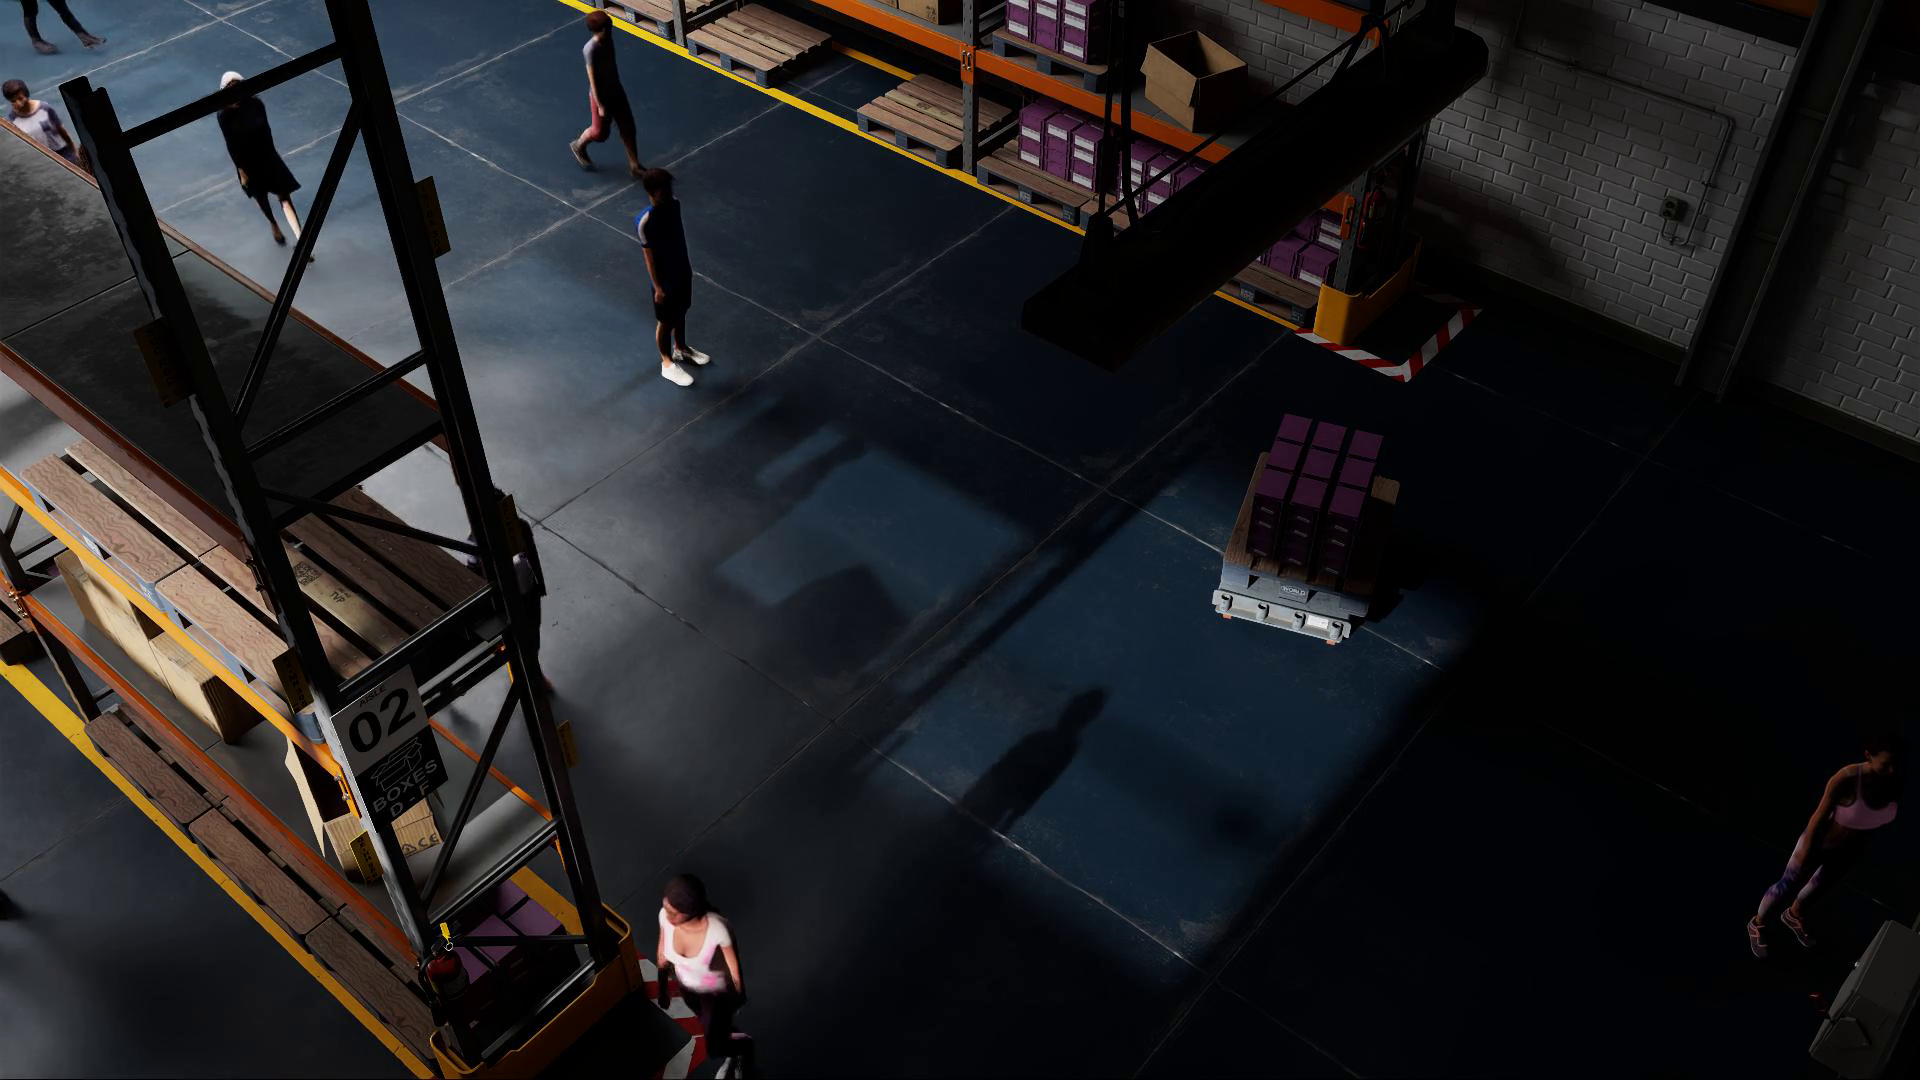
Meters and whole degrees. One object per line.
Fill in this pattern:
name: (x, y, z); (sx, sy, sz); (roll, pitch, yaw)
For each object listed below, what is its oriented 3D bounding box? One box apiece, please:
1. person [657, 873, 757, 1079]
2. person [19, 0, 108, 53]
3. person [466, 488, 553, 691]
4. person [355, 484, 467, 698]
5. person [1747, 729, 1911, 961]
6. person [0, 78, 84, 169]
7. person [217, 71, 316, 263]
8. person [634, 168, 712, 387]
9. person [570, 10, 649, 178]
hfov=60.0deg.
person: (-1.272, 2.236, 8.638); (0.603, 1.723, 0.704); (17, 46, 17)
person: (-9.631, -5.756, 17.079); (1.127, 1.650, 0.953); (5, 44, 5)
person: (-2.923, 0.292, 10.695); (0.640, 1.699, 0.634); (-33, 52, -30)
person: (-3.813, 0.306, 10.660); (1.106, 1.726, 0.664); (29, 51, 27)
person: (4.825, 1.675, 9.194); (0.687, 1.766, 0.730); (-7, 44, -8)
person: (-8.041, -3.441, 14.727); (0.742, 1.543, 0.800); (-20, 47, -20)
person: (-6.126, -3.272, 14.424); (0.762, 1.716, 1.091); (-27, 50, -26)
person: (-2.297, -2.102, 13.085); (0.685, 1.868, 0.714); (15, 46, 15)
person: (-3.333, -4.095, 15.356); (1.133, 1.621, 0.691); (23, 48, 22)
